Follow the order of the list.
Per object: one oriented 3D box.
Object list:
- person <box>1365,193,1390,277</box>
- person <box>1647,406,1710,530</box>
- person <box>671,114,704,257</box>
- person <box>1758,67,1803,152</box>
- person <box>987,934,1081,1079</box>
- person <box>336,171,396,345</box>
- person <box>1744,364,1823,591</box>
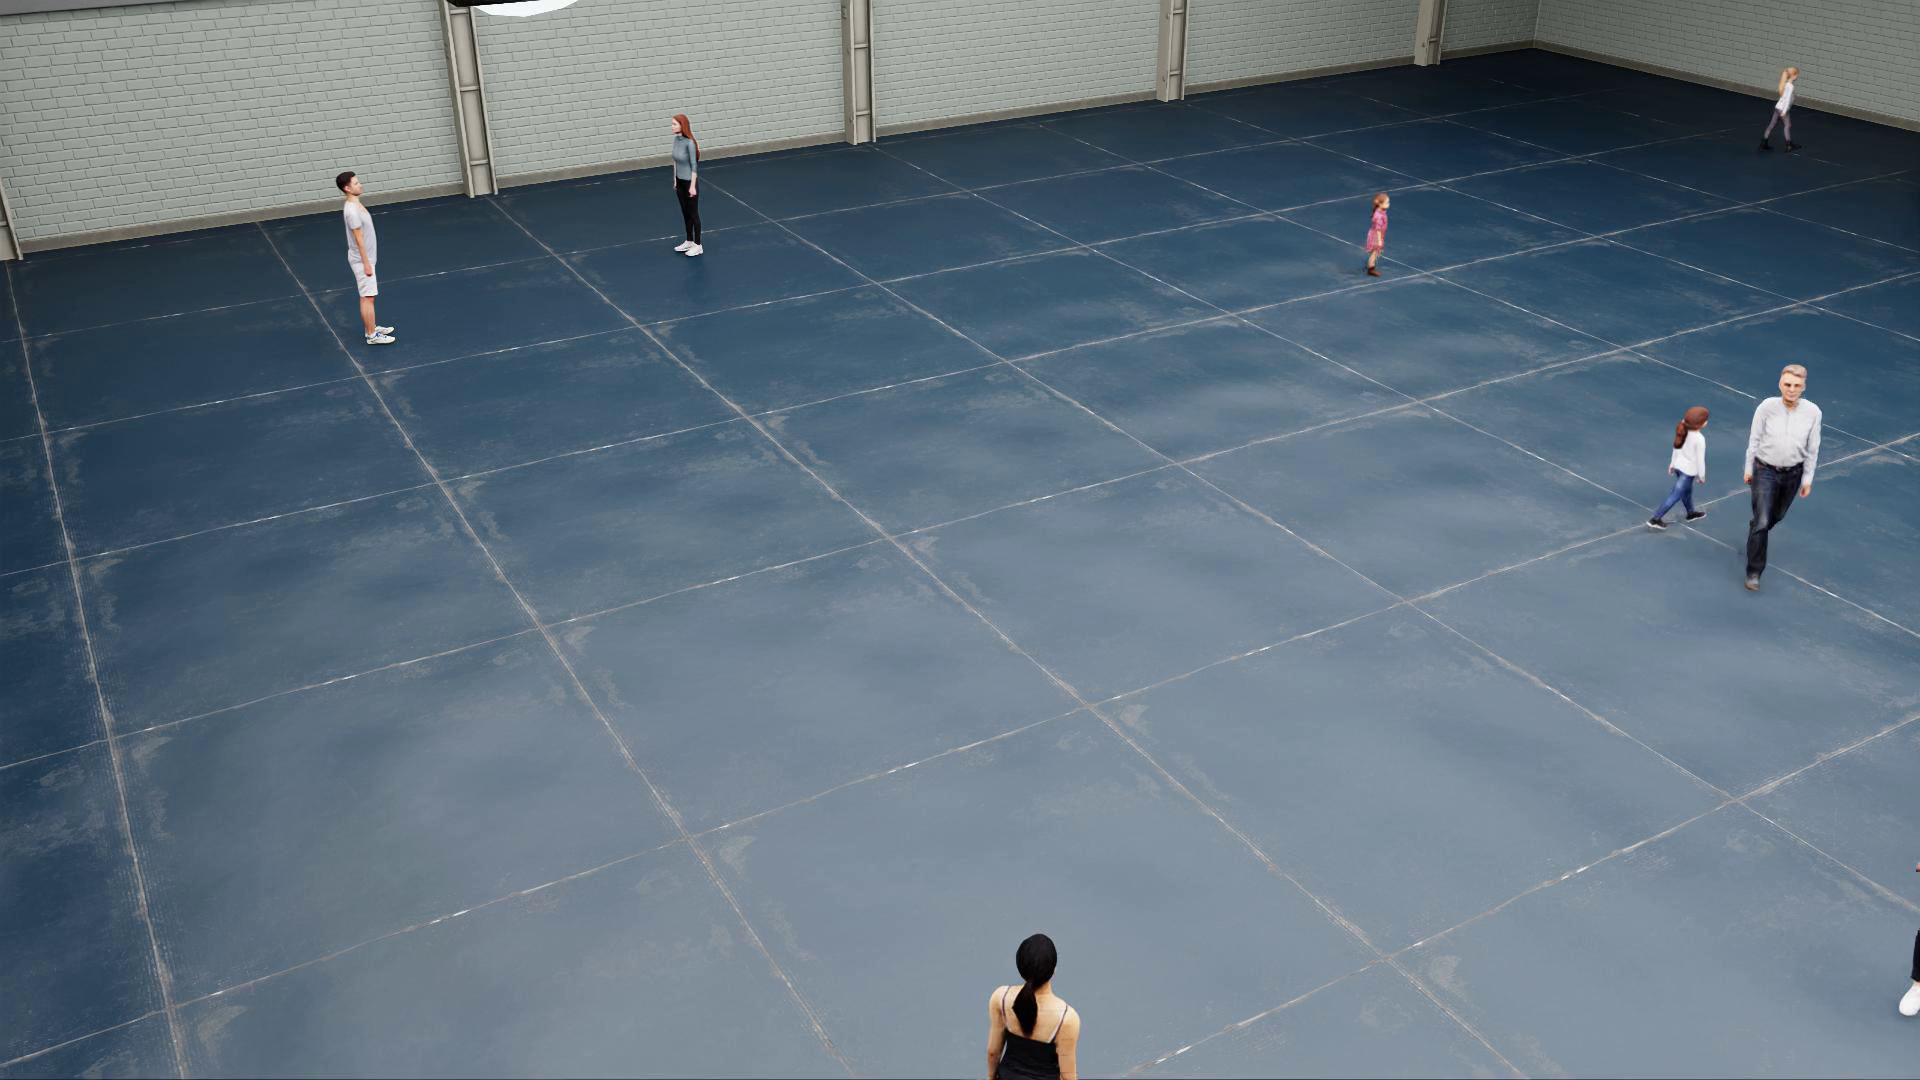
[{"bbox_3d":[4.966,-3.670,19.979,0.554,1.014,0.493,7,28,13],"label":"person"},{"bbox_3d":[6.025,-0.584,13.915,0.866,1.079,0.606,-6,28,-11],"label":"person"},{"bbox_3d":[-3.386,-4.400,20.602,0.572,1.743,0.621,-20,33,-34],"label":"person"},{"bbox_3d":[12.435,-6.532,25.276,0.902,1.254,0.769,1,27,1],"label":"person"},{"bbox_3d":[0.279,2.500,7.237,0.886,1.709,0.995,10,29,19],"label":"person"},{"bbox_3d":[-6.406,-3.029,17.815,0.638,1.856,0.720,-9,29,-17],"label":"person"},{"bbox_3d":[6.428,-0.555,13.092,1.169,1.781,1.260,8,28,15],"label":"person"}]
